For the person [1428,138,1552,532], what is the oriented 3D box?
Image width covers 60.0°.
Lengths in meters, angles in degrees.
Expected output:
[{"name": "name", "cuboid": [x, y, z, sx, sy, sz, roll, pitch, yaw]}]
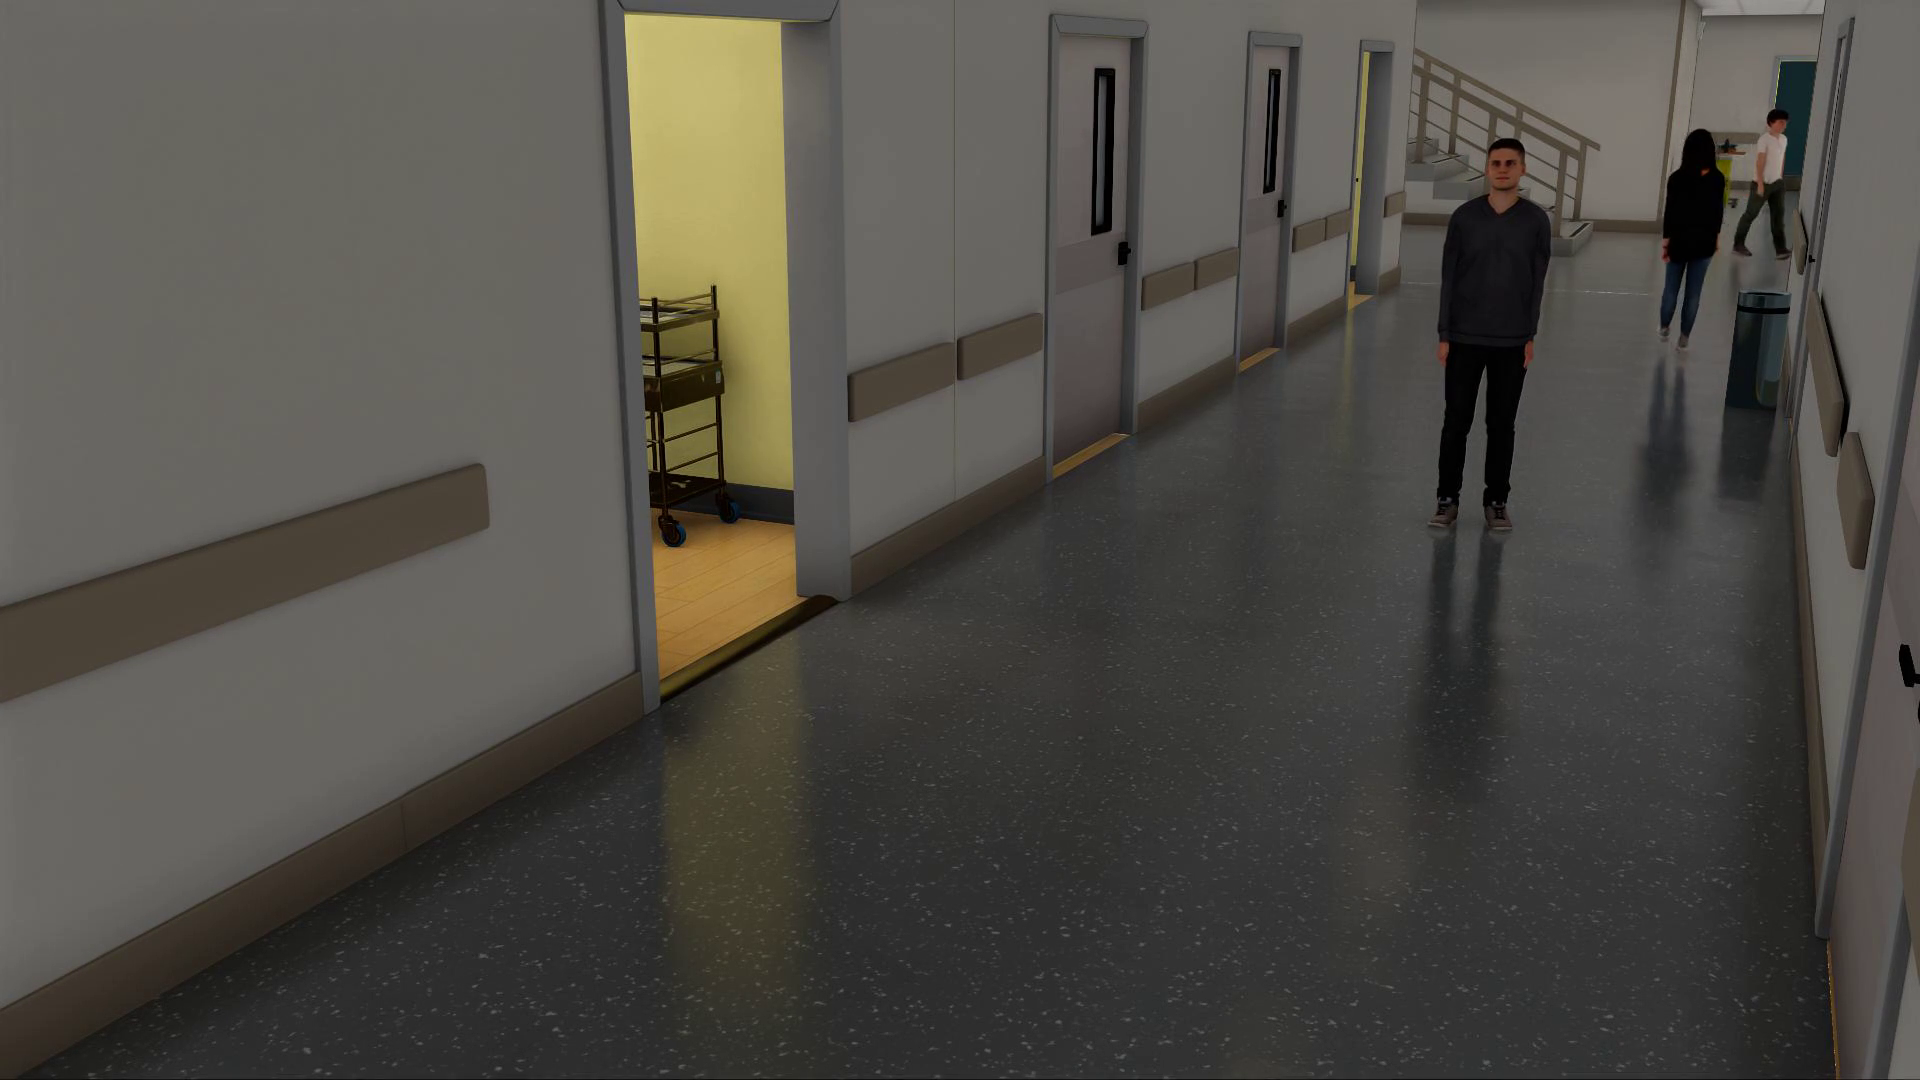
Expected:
[{"name": "person", "cuboid": [2.403, -0.926, 7.566, 0.539, 1.761, 0.714, 4, 16, 14]}]

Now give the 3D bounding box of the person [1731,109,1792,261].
[{"name": "person", "cuboid": [8.861, -3.901, 18.396, 1.098, 1.609, 1.145, -5, 17, -18]}]

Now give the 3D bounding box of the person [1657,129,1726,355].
[{"name": "person", "cuboid": [5.381, -2.164, 12.228, 0.931, 1.613, 0.667, 6, 17, 21]}]
